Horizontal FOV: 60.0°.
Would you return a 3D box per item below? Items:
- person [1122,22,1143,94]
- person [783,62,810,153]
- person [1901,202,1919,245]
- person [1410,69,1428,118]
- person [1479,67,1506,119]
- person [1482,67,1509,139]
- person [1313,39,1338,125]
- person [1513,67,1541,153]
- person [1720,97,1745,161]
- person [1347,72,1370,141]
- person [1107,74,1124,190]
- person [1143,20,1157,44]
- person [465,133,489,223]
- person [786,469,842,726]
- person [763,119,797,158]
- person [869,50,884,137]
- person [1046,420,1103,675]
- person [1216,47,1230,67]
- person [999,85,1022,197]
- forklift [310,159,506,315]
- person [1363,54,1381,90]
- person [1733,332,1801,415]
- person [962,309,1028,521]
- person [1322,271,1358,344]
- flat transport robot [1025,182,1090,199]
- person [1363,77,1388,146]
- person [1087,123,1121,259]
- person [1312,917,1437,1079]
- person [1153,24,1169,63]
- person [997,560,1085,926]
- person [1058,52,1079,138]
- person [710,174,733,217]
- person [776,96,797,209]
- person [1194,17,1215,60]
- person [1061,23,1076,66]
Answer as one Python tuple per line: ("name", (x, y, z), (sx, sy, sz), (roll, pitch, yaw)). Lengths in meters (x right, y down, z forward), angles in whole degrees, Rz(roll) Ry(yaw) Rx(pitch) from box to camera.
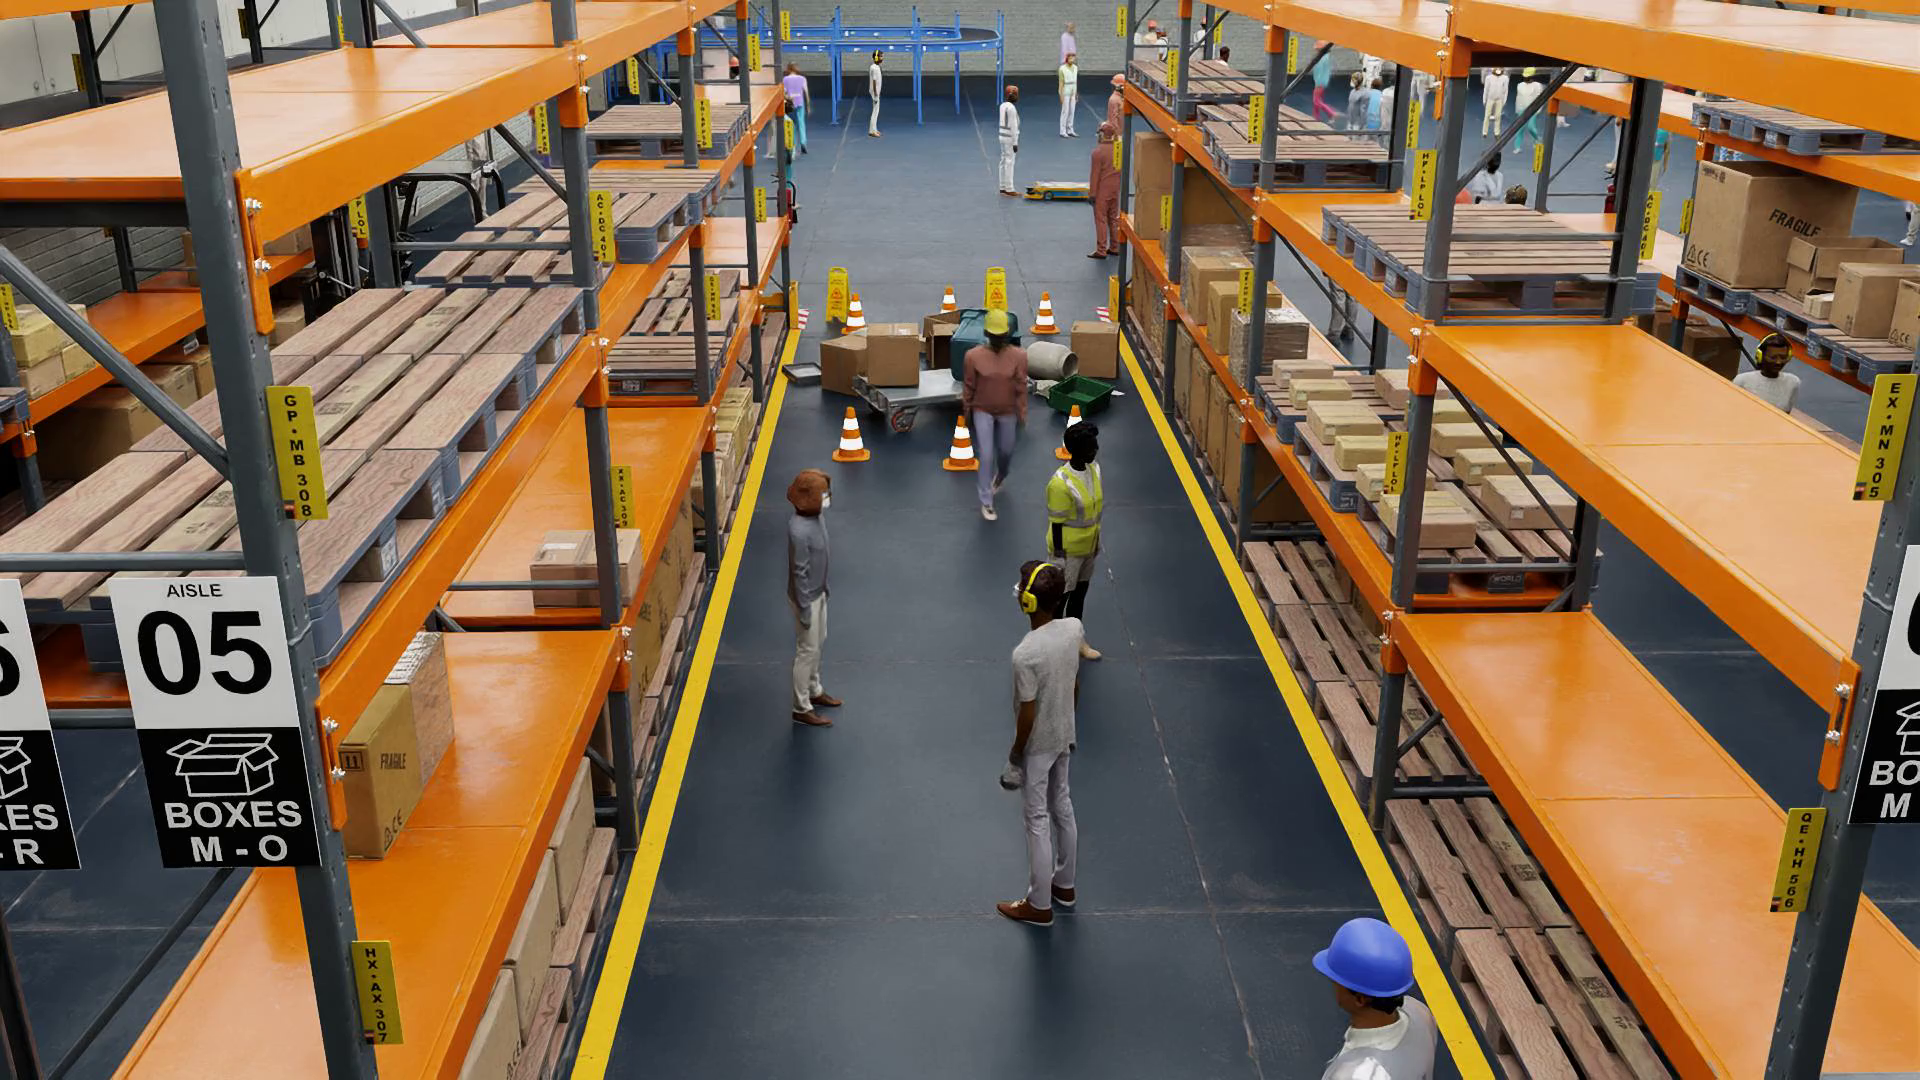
("person", (4.690, -13.004, 44.853), (0.607, 1.945, 0.610), (-13, 24, -30))
("person", (-3.378, -8.901, 34.224), (0.593, 1.805, 0.880), (-5, 21, -13))
("person", (14.332, -5.238, 24.624), (0.484, 1.737, 0.322), (2, 21, 6))
("person", (10.870, -11.030, 39.668), (0.669, 1.917, 0.629), (-11, 23, -27))
("person", (12.672, -10.997, 39.644), (0.600, 1.881, 0.545), (-9, 23, -23))
("person", (11.614, -9.530, 36.121), (0.502, 1.628, 0.269), (4, 21, 11))
("person", (8.312, -10.434, 38.035), (0.662, 1.975, 0.613), (8, 22, 20))
("person", (11.652, -8.812, 34.045), (0.548, 1.747, 0.623), (19, 28, 40))
("person", (15.299, -8.375, 32.682), (0.393, 1.910, 0.585), (-15, 25, -34))
("person", (7.328, -7.671, 30.795), (0.384, 1.929, 0.635), (-5, 21, -13))
("person", (2.801, -7.276, 29.648), (0.376, 1.997, 0.612), (4, 21, 11))
("person", (5.245, -13.192, 45.385), (0.564, 1.924, 0.600), (-7, 22, -19))
("person", (-7.637, -5.914, 26.398), (0.309, 1.744, 0.485), (6, 21, 15))
("person", (-0.899, 0.339, 10.039), (0.278, 1.621, 0.511), (3, 21, 8))
("person", (-3.613, -8.399, 33.167), (0.750, 1.598, 0.529), (4, 21, 10))
("person", (-1.843, -9.782, 36.477), (0.340, 1.856, 0.520), (0, 21, 1))
("person", (0.739, 0.039, 10.736), (0.319, 1.693, 0.535), (14, 25, 32))
("person", (5.749, -9.929, 36.790), (0.410, 1.907, 0.600), (-6, 22, -15))
("person", (0.858, -6.909, 28.830), (0.354, 1.886, 0.572), (-7, 22, -18))
("forklift", (-5.622, -2.910, 17.832), (2.313, 2.155, 1.214), (-1, 21, -1))
("person", (10.710, -12.355, 43.248), (0.577, 1.879, 0.359), (-14, 25, -32))
("person", (5.840, -0.613, 12.214), (0.532, 1.868, 0.310), (-1, 21, -2))
("person", (0.277, -1.084, 13.632), (0.532, 1.742, 0.684), (-2, 21, -5))
("person", (4.380, -3.209, 18.966), (0.602, 1.948, 0.385), (-16, 26, -37))
("flat transport robot", (1.865, -6.062, 28.840), (1.431, 0.197, 0.652), (2, 21, 5))
("person", (7.671, -7.742, 31.172), (0.648, 1.800, 0.859), (9, 23, 23))
("person", (2.054, -4.986, 23.743), (0.397, 1.898, 0.636), (17, 26, 37))
("person", (1.220, 2.027, 5.125), (0.406, 1.945, 0.614), (12, 24, 30))
("person", (4.995, -11.987, 42.037), (0.539, 2.000, 0.688), (8, 22, 20))
("person", (0.386, 0.983, 8.008), (0.327, 1.862, 0.517), (16, 26, 35))
("person", (2.353, -9.729, 36.363), (0.401, 1.831, 0.580), (17, 26, 37))
("person", (-3.697, -5.586, 25.415), (0.600, 1.832, 0.404), (15, 25, 34))
("person", (-2.899, -6.430, 27.635), (0.395, 1.836, 0.544), (-6, 22, -16))
("person", (6.562, -12.984, 44.670), (0.608, 2.044, 0.370), (14, 25, 32))
("person", (2.918, -12.963, 44.835), (0.424, 1.892, 0.676), (10, 23, 25))
